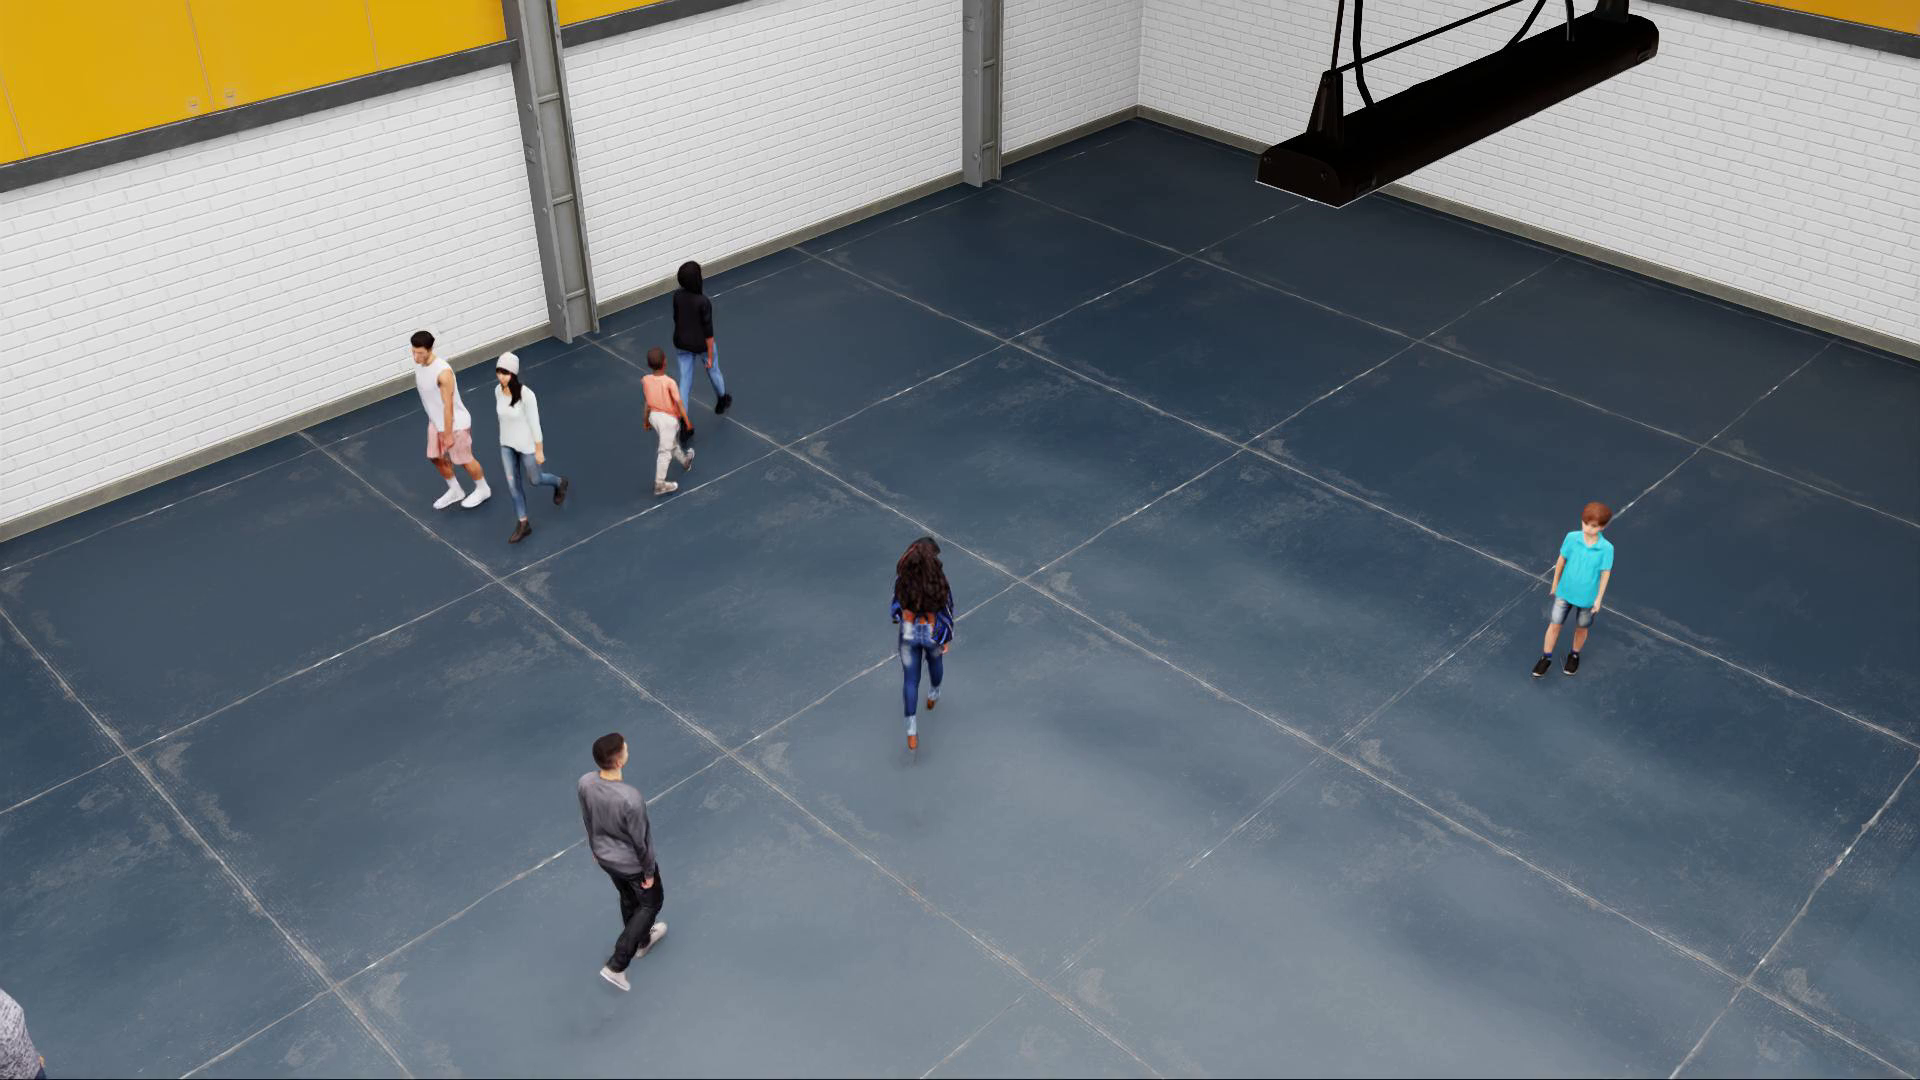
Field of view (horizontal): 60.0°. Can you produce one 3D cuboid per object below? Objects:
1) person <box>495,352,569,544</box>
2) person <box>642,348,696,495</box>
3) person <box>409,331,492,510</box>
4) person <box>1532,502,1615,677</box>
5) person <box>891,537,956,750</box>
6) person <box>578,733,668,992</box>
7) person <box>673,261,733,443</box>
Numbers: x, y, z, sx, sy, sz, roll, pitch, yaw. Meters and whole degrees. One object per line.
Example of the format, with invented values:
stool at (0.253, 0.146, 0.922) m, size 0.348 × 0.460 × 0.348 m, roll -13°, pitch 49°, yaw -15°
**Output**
person at (-3.572, -0.814, 13.722) m, size 0.804 × 1.623 × 1.076 m, roll 14°, pitch 36°, yaw 21°
person at (-2.586, -0.995, 14.308) m, size 0.700 × 1.276 × 0.930 m, roll 19°, pitch 38°, yaw 26°
person at (-4.236, -1.032, 13.947) m, size 0.736 × 1.736 × 0.660 m, roll -25°, pitch 41°, yaw -32°
person at (4.525, 0.346, 12.133) m, size 0.591 × 1.450 × 0.674 m, roll 20°, pitch 39°, yaw 27°
person at (-0.282, 0.711, 11.459) m, size 0.998 × 1.588 × 1.104 m, roll 3°, pitch 34°, yaw 4°
person at (-1.970, 1.869, 9.573) m, size 0.798 × 1.748 × 0.996 m, roll 15°, pitch 36°, yaw 21°
person at (-2.427, -1.676, 14.989) m, size 0.983 × 1.656 × 1.157 m, roll 6°, pitch 34°, yaw 9°
